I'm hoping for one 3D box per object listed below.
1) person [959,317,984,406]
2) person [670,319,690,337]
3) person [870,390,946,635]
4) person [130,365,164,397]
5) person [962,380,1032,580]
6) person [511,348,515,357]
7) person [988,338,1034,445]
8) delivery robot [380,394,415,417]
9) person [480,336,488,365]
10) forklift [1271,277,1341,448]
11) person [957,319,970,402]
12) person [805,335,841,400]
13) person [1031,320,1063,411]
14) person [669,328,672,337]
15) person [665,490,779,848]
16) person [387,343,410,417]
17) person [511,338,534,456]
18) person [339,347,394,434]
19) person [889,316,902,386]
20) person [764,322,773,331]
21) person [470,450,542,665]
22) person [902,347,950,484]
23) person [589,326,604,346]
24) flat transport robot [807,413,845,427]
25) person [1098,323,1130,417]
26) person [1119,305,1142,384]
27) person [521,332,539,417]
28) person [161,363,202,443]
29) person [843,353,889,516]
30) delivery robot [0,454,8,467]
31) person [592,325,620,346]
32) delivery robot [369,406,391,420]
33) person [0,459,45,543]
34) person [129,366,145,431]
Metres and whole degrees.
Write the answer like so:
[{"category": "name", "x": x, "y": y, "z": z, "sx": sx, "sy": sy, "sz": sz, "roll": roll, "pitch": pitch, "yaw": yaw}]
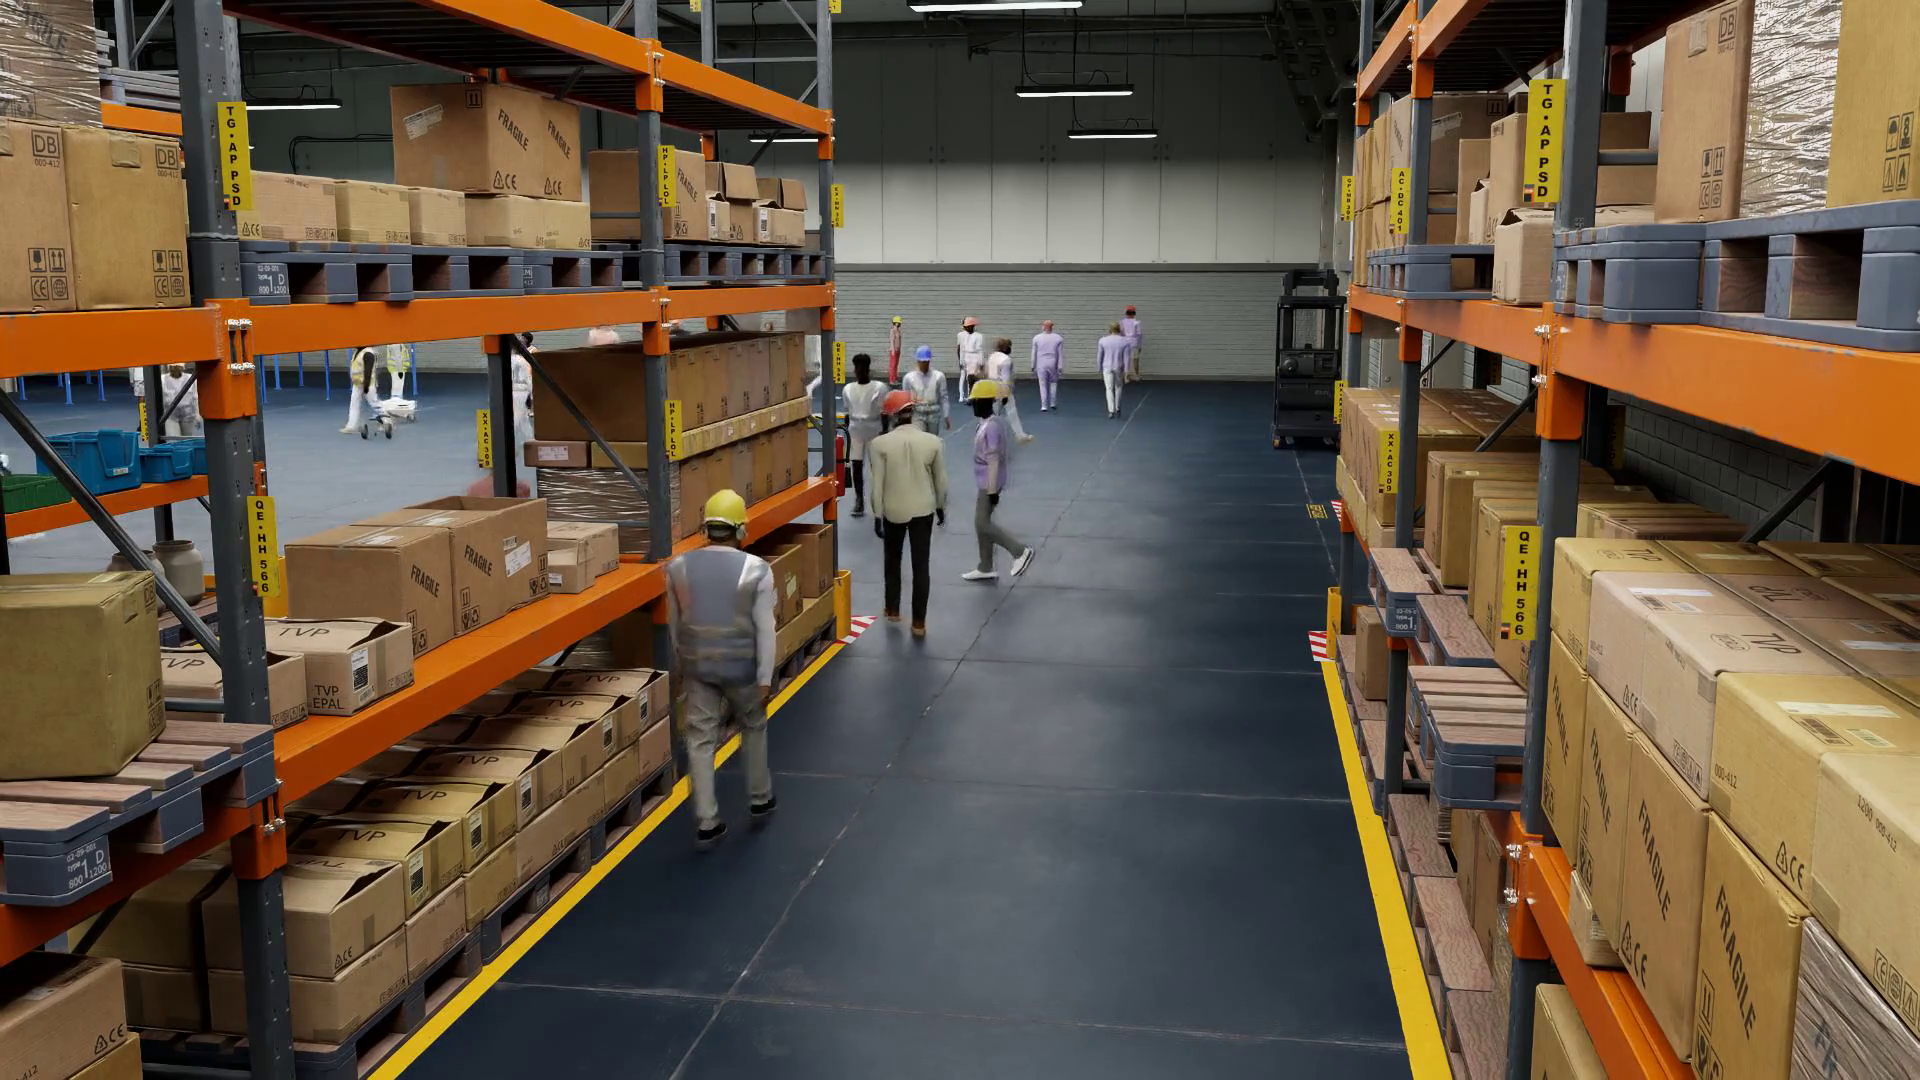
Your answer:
[{"category": "person", "x": 0.179, "y": -3.850, "z": 35.944, "sx": 0.704, "sy": 1.910, "sz": 0.586, "roll": -8, "pitch": 12, "yaw": -41}, {"category": "person", "x": -6.191, "y": -3.954, "z": 36.385, "sx": 0.614, "sy": 1.982, "sz": 0.423, "roll": -1, "pitch": 9, "yaw": -7}, {"category": "person", "x": -0.433, "y": -0.246, "z": 13.599, "sx": 0.647, "sy": 1.943, "sz": 0.943, "roll": -2, "pitch": 9, "yaw": -9}, {"category": "person", "x": -16.027, "y": -3.275, "z": 32.813, "sx": 0.603, "sy": 1.777, "sz": 0.999, "roll": -4, "pitch": 10, "yaw": -21}, {"category": "person", "x": 0.330, "y": -0.554, "z": 15.652, "sx": 0.555, "sy": 1.912, "sz": 0.594, "roll": 0, "pitch": 9, "yaw": -1}, {"category": "person", "x": -8.776, "y": -3.174, "z": 32.300, "sx": 0.285, "sy": 1.746, "sz": 0.491, "roll": 4, "pitch": 10, "yaw": 21}, {"category": "person", "x": 0.766, "y": -2.457, "z": 27.709, "sx": 0.940, "sy": 1.791, "sz": 0.640, "roll": -5, "pitch": 11, "yaw": -30}, {"category": "delivery robot", "x": -10.898, "y": -2.575, "z": 32.113, "sx": 0.707, "sy": 0.478, "sz": 0.477, "roll": -4, "pitch": 10, "yaw": -24}, {"category": "person", "x": -12.175, "y": -4.993, "z": 43.248, "sx": 0.612, "sy": 1.826, "sz": 0.463, "roll": -1, "pitch": 9, "yaw": -8}, {"category": "forklift", "x": 5.847, "y": -3.016, "z": 27.970, "sx": 1.129, "sy": 2.768, "sz": 1.873, "roll": 1, "pitch": 9, "yaw": 9}, {"category": "person", "x": 0.171, "y": -4.023, "z": 37.154, "sx": 0.513, "sy": 1.872, "sz": 0.328, "roll": 7, "pitch": 11, "yaw": 36}, {"category": "person", "x": -3.087, "y": -4.092, "z": 37.561, "sx": 0.762, "sy": 1.880, "sz": 0.638, "roll": -2, "pitch": 10, "yaw": -15}, {"category": "person", "x": 1.809, "y": -3.656, "z": 34.859, "sx": 0.660, "sy": 1.881, "sz": 0.775, "roll": -1, "pitch": 9, "yaw": -4}, {"category": "person", "x": -5.362, "y": -2.962, "z": 30.262, "sx": 0.640, "sy": 1.978, "sz": 0.430, "roll": 6, "pitch": 11, "yaw": 33}, {"category": "person", "x": -1.204, "y": 0.632, "z": 8.655, "sx": 0.600, "sy": 1.800, "sz": 0.803, "roll": 1, "pitch": 9, "yaw": 7}, {"category": "person", "x": -11.264, "y": -3.395, "z": 33.389, "sx": 0.430, "sy": 1.839, "sz": 0.619, "roll": -4, "pitch": 10, "yaw": -24}, {"category": "person", "x": -6.931, "y": -2.280, "z": 26.463, "sx": 0.955, "sy": 1.840, "sz": 0.573, "roll": -9, "pitch": 13, "yaw": -44}, {"category": "person", "x": -10.731, "y": -2.834, "z": 30.054, "sx": 0.963, "sy": 1.802, "sz": 0.634, "roll": -9, "pitch": 13, "yaw": -43}, {"category": "person", "x": -1.620, "y": -4.822, "z": 42.410, "sx": 0.327, "sy": 1.765, "sz": 0.531, "roll": 3, "pitch": 10, "yaw": 18}, {"category": "person", "x": -4.927, "y": -4.883, "z": 43.301, "sx": 0.517, "sy": 1.604, "sz": 0.823, "roll": 2, "pitch": 9, "yaw": 13}, {"category": "person", "x": -3.279, "y": 0.095, "z": 12.077, "sx": 0.555, "sy": 1.751, "sz": 0.438, "roll": 3, "pitch": 10, "yaw": 20}, {"category": "person", "x": -0.460, "y": -1.649, "z": 22.452, "sx": 0.607, "sy": 1.896, "sz": 0.992, "roll": -2, "pitch": 9, "yaw": -12}, {"category": "person", "x": -8.190, "y": -4.170, "z": 37.879, "sx": 0.648, "sy": 1.926, "sz": 0.457, "roll": 3, "pitch": 10, "yaw": 20}, {"category": "flat transport robot", "x": -2.434, "y": -2.285, "z": 31.481, "sx": 1.431, "sy": 0.197, "sz": 0.652, "roll": -5, "pitch": 10, "yaw": -27}, {"category": "person", "x": 3.092, "y": -3.431, "z": 33.489, "sx": 0.629, "sy": 1.870, "sz": 1.066, "roll": 0, "pitch": 9, "yaw": 0}, {"category": "person", "x": 4.465, "y": -5.089, "z": 43.284, "sx": 0.636, "sy": 2.009, "sz": 0.847, "roll": 4, "pitch": 10, "yaw": 23}, {"category": "person", "x": -8.665, "y": -3.330, "z": 33.414, "sx": 0.540, "sy": 1.696, "sz": 0.315, "roll": 7, "pitch": 12, "yaw": 37}, {"category": "person", "x": -11.016, "y": -1.756, "z": 23.463, "sx": 0.595, "sy": 1.786, "sz": 0.931, "roll": -5, "pitch": 11, "yaw": -30}, {"category": "person", "x": -1.108, "y": -1.295, "z": 20.081, "sx": 0.613, "sy": 1.948, "sz": 0.711, "roll": 3, "pitch": 10, "yaw": 16}, {"category": "delivery robot", "x": -13.368, "y": -1.035, "z": 22.613, "sx": 0.707, "sy": 0.478, "sz": 0.477, "roll": -9, "pitch": 13, "yaw": -42}, {"category": "person", "x": -7.668, "y": -3.835, "z": 35.971, "sx": 0.691, "sy": 1.875, "sz": 0.530, "roll": 2, "pitch": 9, "yaw": 14}, {"category": "delivery robot", "x": -10.260, "y": -2.256, "z": 29.342, "sx": 0.335, "sy": 0.223, "sz": 0.698, "roll": -1, "pitch": 9, "yaw": -6}, {"category": "person", "x": -10.290, "y": -0.854, "z": 17.741, "sx": 0.542, "sy": 1.835, "sz": 0.872, "roll": 9, "pitch": 13, "yaw": 44}, {"category": "person", "x": -14.922, "y": -2.970, "z": 30.439, "sx": 0.544, "sy": 1.943, "sz": 0.347, "roll": -8, "pitch": 12, "yaw": -39}]
